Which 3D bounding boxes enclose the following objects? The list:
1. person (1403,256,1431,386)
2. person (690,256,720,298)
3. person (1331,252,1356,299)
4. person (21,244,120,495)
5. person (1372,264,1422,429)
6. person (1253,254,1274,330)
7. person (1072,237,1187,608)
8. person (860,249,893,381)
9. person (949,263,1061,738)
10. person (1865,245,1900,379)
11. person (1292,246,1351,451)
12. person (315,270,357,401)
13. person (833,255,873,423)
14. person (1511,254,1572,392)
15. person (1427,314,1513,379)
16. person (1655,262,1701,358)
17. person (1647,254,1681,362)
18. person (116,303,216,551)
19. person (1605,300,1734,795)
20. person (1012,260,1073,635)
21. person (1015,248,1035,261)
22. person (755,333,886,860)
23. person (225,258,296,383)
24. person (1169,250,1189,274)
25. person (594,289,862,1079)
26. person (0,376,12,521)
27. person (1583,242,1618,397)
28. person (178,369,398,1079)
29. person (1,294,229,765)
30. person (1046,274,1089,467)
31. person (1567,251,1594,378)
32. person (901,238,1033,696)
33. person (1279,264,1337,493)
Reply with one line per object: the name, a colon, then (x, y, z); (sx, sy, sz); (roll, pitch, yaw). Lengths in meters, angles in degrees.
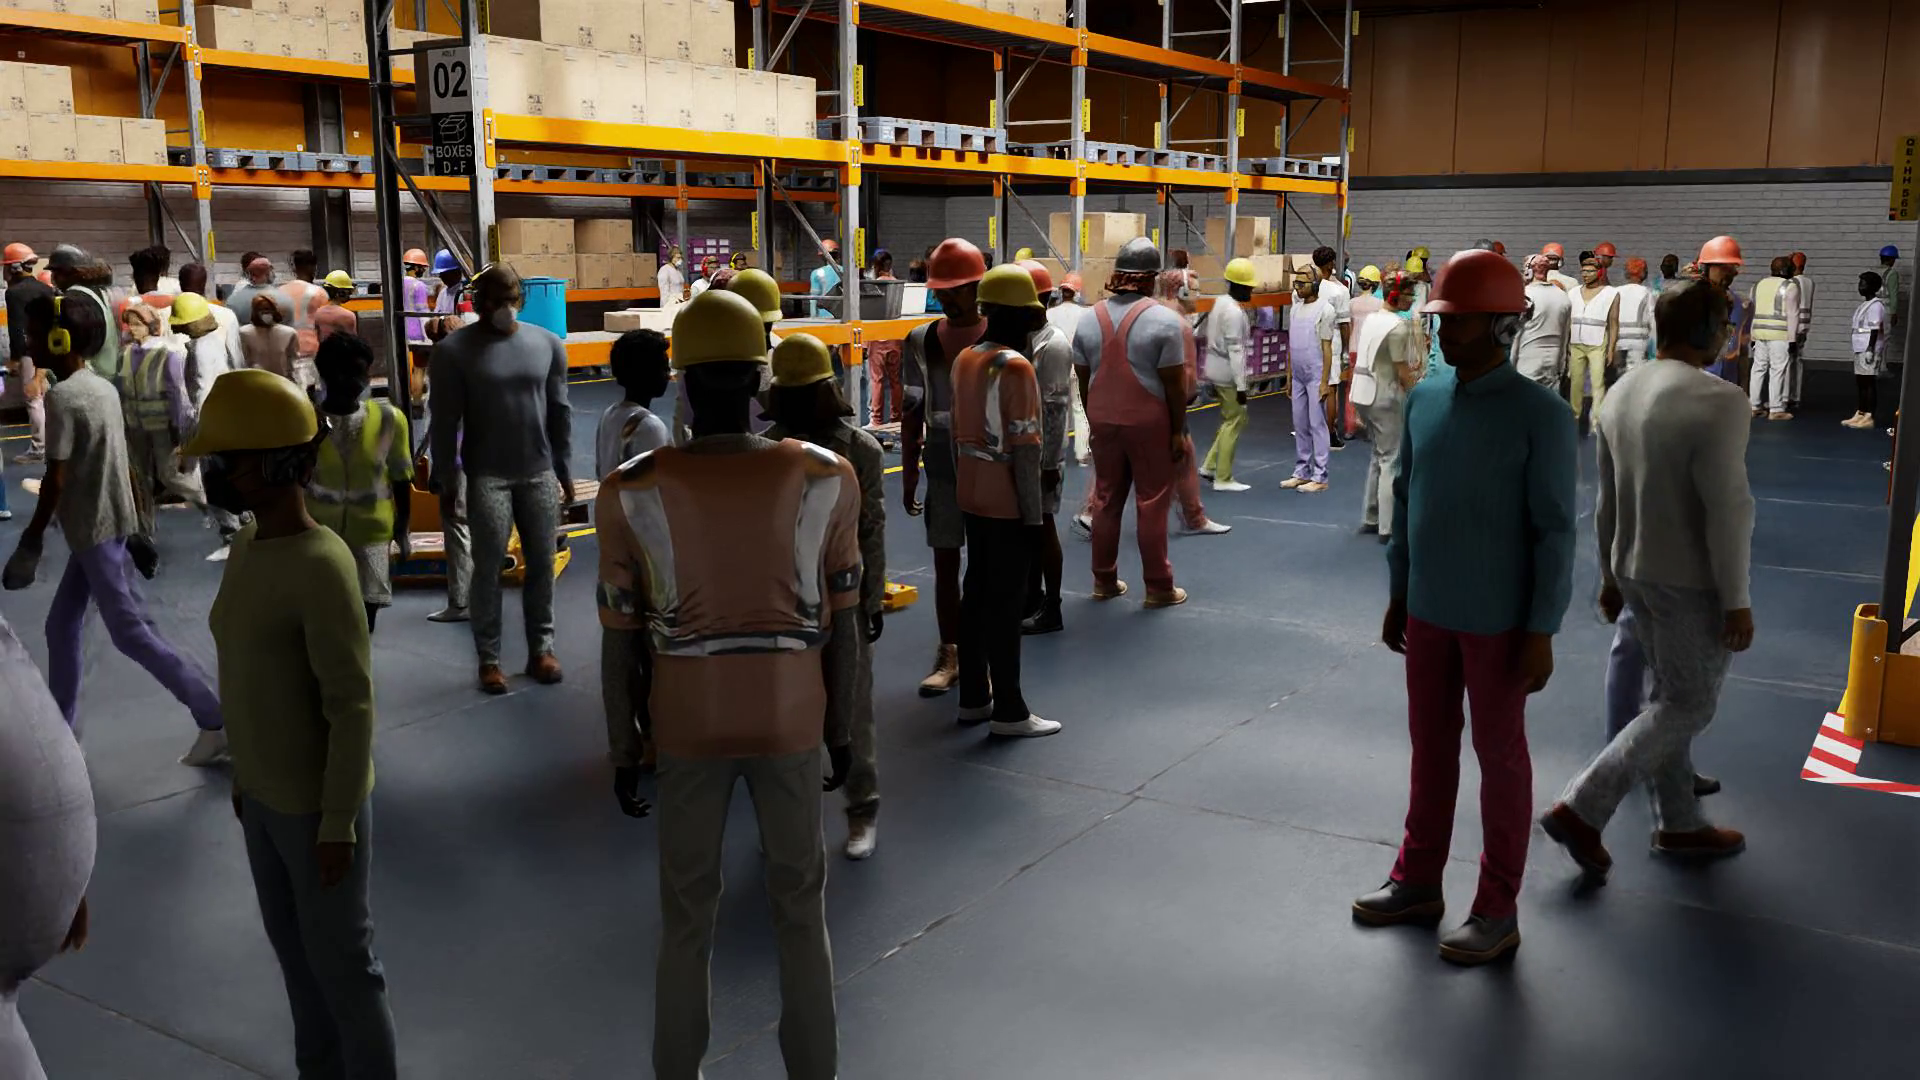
person: (5.640, -2.639, 20.858); (0.588, 1.822, 0.403); (-2, 10, -11)
person: (-3.019, -2.463, 19.860); (0.387, 1.837, 0.560); (5, 11, 24)
person: (5.858, -3.514, 25.654); (0.636, 1.841, 0.429); (-6, 12, -29)
person: (-6.728, -1.263, 12.631); (1.030, 2.000, 0.695); (-1, 10, -7)
person: (4.452, -1.947, 17.153); (0.593, 1.782, 0.982); (2, 10, 12)
person: (4.713, -3.526, 25.801); (0.633, 1.818, 0.546); (-8, 13, -38)
person: (0.992, -0.654, 9.253); (0.683, 2.000, 0.538); (8, 13, 37)
person: (-1.251, -3.269, 24.147); (0.496, 1.896, 0.725); (3, 11, 14)
person: (0.174, -0.158, 6.818); (0.372, 1.928, 0.586); (-6, 12, -29)
person: (13.538, -3.344, 24.418); (0.386, 1.948, 0.604); (-2, 10, -9)
person: (3.487, -1.844, 16.052); (0.607, 1.966, 0.367); (7, 13, 36)
person: (-5.469, -1.493, 14.693); (0.518, 1.756, 0.340); (6, 12, 31)
person: (-1.095, -2.186, 18.120); (0.591, 1.909, 0.409); (-2, 10, -9)
person: (4.933, -1.503, 14.356); (0.644, 1.900, 0.399); (-4, 11, -23)
person: (3.448, -0.965, 11.380); (0.400, 1.900, 0.647); (-8, 13, -36)
person: (6.116, -1.433, 14.144); (0.394, 1.837, 0.563); (2, 10, 12)
person: (9.082, -2.751, 21.431); (0.507, 1.840, 0.343); (6, 12, 31)
person: (-5.285, -0.757, 11.001); (0.534, 1.619, 0.591); (3, 11, 18)
person: (2.592, 0.018, 6.094); (0.392, 1.838, 0.561); (-3, 11, -18)
person: (0.365, -0.468, 8.564); (0.387, 1.926, 0.548); (-4, 11, -20)
person: (0.824, -2.836, 21.679); (0.381, 1.920, 0.585); (5, 11, 26)
person: (-0.482, 0.193, 5.430); (0.485, 1.732, 0.354); (1, 10, 6)
person: (-6.226, -1.592, 14.954); (0.654, 1.855, 1.005); (0, 10, -1)
person: (3.403, -3.504, 25.545); (0.574, 1.868, 0.579); (1, 10, 8)
person: (-0.511, 0.405, 3.748); (0.584, 1.918, 0.405); (-2, 10, -11)
person: (-6.991, -1.037, 11.731); (0.415, 1.915, 0.598); (-3, 11, -14)
person: (8.281, -2.857, 21.597); (0.392, 1.991, 0.612); (4, 11, 23)
person: (-1.394, 0.530, 3.457); (0.310, 1.768, 0.533); (-10, 14, -43)
person: (-3.230, -0.010, 6.292); (0.936, 1.835, 0.504); (-3, 11, -15)
person: (0.986, -1.528, 15.031); (0.589, 1.720, 0.586); (2, 10, 12)
person: (9.152, -3.308, 24.453); (0.335, 1.865, 0.520); (-9, 14, -42)
person: (0.015, -0.296, 7.311); (0.612, 2.031, 0.403); (4, 11, 20)
person: (2.803, -1.292, 13.374); (0.342, 1.839, 0.501); (-6, 12, -29)
